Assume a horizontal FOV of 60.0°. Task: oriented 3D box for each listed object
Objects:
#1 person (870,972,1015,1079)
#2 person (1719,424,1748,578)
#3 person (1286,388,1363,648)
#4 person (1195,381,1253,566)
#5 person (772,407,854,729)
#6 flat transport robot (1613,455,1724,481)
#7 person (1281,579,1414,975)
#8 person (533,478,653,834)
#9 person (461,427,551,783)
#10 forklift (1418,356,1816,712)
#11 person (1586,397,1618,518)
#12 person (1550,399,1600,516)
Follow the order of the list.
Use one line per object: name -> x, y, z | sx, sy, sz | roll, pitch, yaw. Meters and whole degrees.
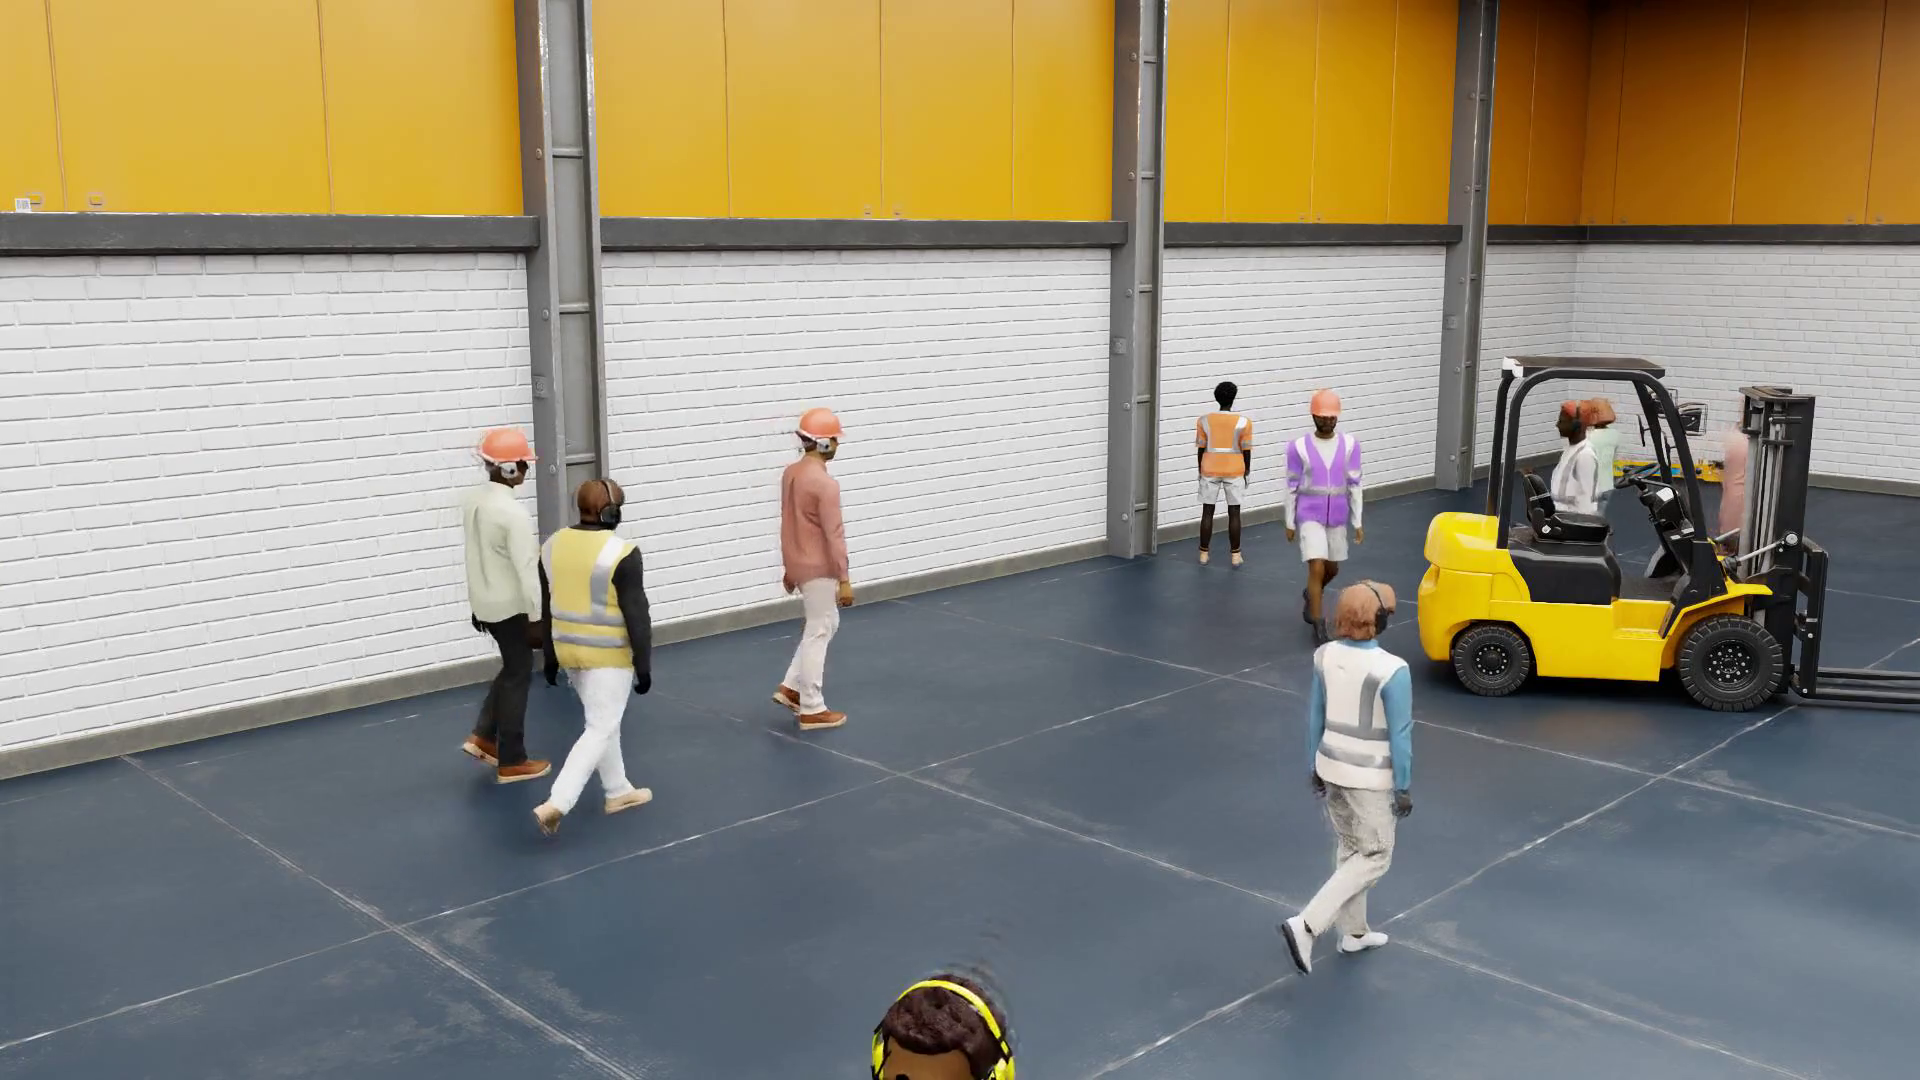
person -> -0.006, 1.580, 2.908 | 0.504, 1.837, 0.949 | 6, 12, 31
person -> 5.802, -0.119, 12.061 | 0.739, 1.877, 0.645 | 5, 12, 26
person -> 2.683, -0.197, 12.399 | 0.561, 1.909, 0.861 | -1, 10, -4
person -> 2.407, -0.604, 15.201 | 0.531, 1.691, 0.321 | 3, 11, 18
person -> -0.857, 0.181, 10.114 | 0.430, 1.975, 0.635 | -5, 12, -27
flat transport robot -> 8.733, -0.908, 20.725 | 1.431, 0.197, 0.652 | 5, 11, 24
person -> 1.568, 0.972, 6.772 | 0.624, 1.621, 0.518 | -6, 12, -29
person -> -1.876, 0.594, 8.377 | 0.658, 1.807, 0.846 | 7, 13, 34
person -> -2.472, 0.361, 9.143 | 0.442, 1.974, 0.643 | -9, 14, -41
forklift -> 4.276, -0.101, 11.076 | 2.313, 2.155, 1.214 | 2, 11, 13
person -> 5.443, -0.416, 14.342 | 0.522, 1.632, 0.345 | -8, 13, -36
person -> 4.448, -0.085, 11.913 | 0.805, 1.859, 0.585 | 2, 11, 13
